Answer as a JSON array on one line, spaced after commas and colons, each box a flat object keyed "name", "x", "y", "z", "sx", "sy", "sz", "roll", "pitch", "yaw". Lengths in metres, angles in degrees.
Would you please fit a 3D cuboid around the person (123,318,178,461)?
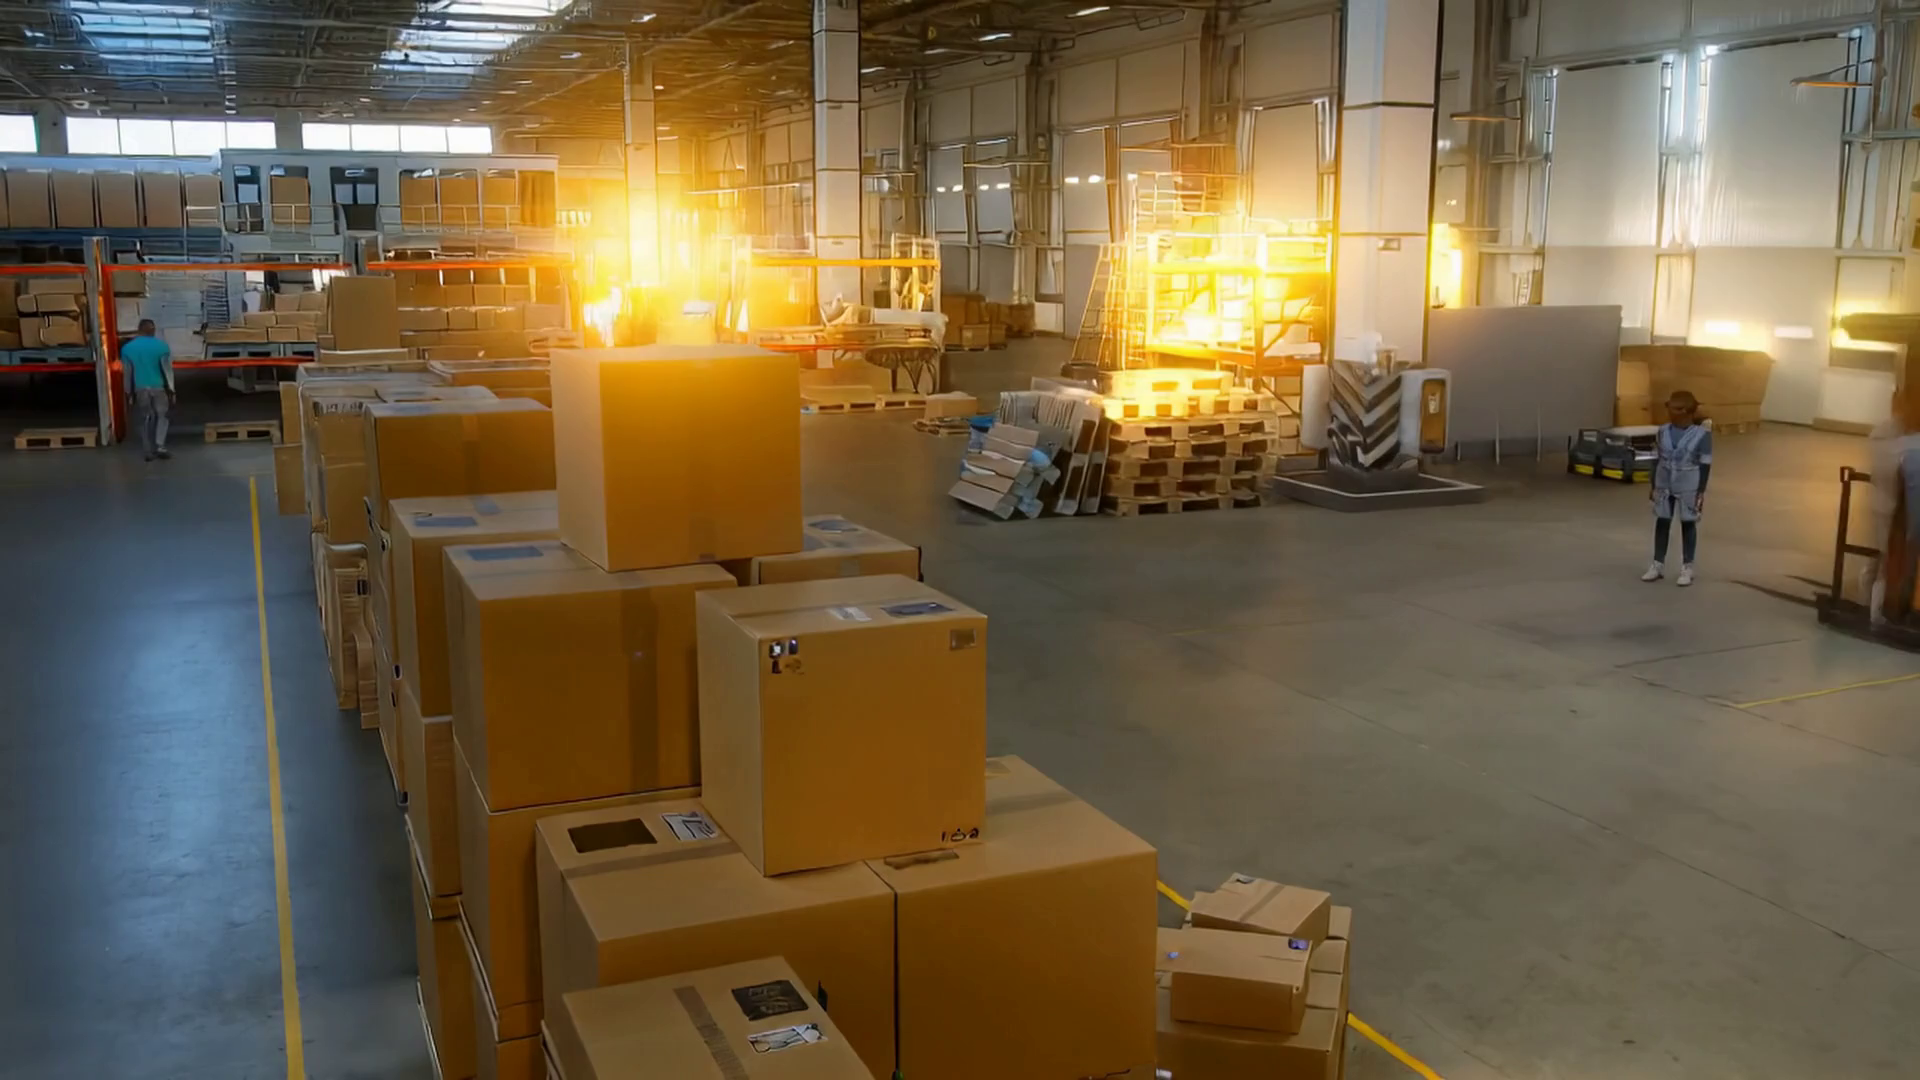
[{"name": "person", "x": -10.914, "y": -2.025, "z": 22.448, "sx": 0.636, "sy": 1.937, "sz": 0.354, "roll": -1, "pitch": 10, "yaw": -4}]

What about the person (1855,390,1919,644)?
[{"name": "person", "x": 6.941, "y": -0.185, "z": 12.352, "sx": 0.387, "sy": 1.929, "sz": 0.634, "roll": 0, "pitch": 10, "yaw": 2}]

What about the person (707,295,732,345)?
[{"name": "person", "x": -5.129, "y": -4.392, "z": 35.977, "sx": 0.643, "sy": 1.785, "sz": 0.939, "roll": -1, "pitch": 10, "yaw": -7}]

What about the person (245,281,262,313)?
[{"name": "person", "x": -19.552, "y": -6.251, "z": 45.993, "sx": 0.701, "sy": 1.849, "sz": 0.530, "roll": 8, "pitch": 13, "yaw": 38}]

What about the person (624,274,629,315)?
[{"name": "person", "x": -12.786, "y": -9.718, "z": 64.892, "sx": 0.724, "sy": 1.921, "sz": 0.552, "roll": 2, "pitch": 11, "yaw": 12}]

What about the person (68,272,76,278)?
[{"name": "person", "x": -28.962, "y": -7.852, "z": 54.625, "sx": 0.372, "sy": 1.929, "sz": 0.749, "roll": 4, "pitch": 11, "yaw": 20}]

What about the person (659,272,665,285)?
[{"name": "person", "x": -11.819, "y": -9.718, "z": 65.195, "sx": 0.588, "sy": 1.829, "sz": 0.925, "roll": 0, "pitch": 10, "yaw": -2}]

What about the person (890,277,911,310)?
[{"name": "person", "x": -1.674, "y": -6.672, "z": 48.234, "sx": 0.620, "sy": 1.868, "sz": 1.013, "roll": 4, "pitch": 11, "yaw": 20}]

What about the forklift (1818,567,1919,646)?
[{"name": "forklift", "x": 7.454, "y": -0.588, "z": 11.927, "sx": 1.129, "sy": 2.768, "sz": 1.873, "roll": -3, "pitch": 11, "yaw": -16}]

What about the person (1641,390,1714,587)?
[{"name": "person", "x": 6.226, "y": -0.449, "z": 14.428, "sx": 0.319, "sy": 1.696, "sz": 0.532, "roll": -10, "pitch": 14, "yaw": -43}]

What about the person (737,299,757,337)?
[{"name": "person", "x": -4.045, "y": -3.580, "z": 31.263, "sx": 0.936, "sy": 1.899, "sz": 0.603, "roll": -2, "pitch": 10, "yaw": -10}]

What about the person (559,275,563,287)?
[{"name": "person", "x": -15.084, "y": -9.280, "z": 63.117, "sx": 0.647, "sy": 1.699, "sz": 0.574, "roll": -4, "pitch": 11, "yaw": -21}]

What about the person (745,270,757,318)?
[{"name": "person", "x": -7.916, "y": -9.285, "z": 62.720, "sx": 0.429, "sy": 1.846, "sz": 0.626, "roll": 5, "pitch": 11, "yaw": 25}]

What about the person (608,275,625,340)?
[{"name": "person", "x": -10.093, "y": -6.799, "z": 48.807, "sx": 0.563, "sy": 1.913, "sz": 0.634, "roll": 6, "pitch": 12, "yaw": 30}]

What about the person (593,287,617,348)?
[{"name": "person", "x": -8.117, "y": -4.849, "z": 38.157, "sx": 1.047, "sy": 1.884, "sz": 0.646, "roll": 6, "pitch": 12, "yaw": 30}]

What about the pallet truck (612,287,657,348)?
[{"name": "pallet truck", "x": -6.464, "y": -4.406, "z": 35.401, "sx": 0.823, "sy": 1.965, "sz": 1.885, "roll": 6, "pitch": 12, "yaw": 32}]
